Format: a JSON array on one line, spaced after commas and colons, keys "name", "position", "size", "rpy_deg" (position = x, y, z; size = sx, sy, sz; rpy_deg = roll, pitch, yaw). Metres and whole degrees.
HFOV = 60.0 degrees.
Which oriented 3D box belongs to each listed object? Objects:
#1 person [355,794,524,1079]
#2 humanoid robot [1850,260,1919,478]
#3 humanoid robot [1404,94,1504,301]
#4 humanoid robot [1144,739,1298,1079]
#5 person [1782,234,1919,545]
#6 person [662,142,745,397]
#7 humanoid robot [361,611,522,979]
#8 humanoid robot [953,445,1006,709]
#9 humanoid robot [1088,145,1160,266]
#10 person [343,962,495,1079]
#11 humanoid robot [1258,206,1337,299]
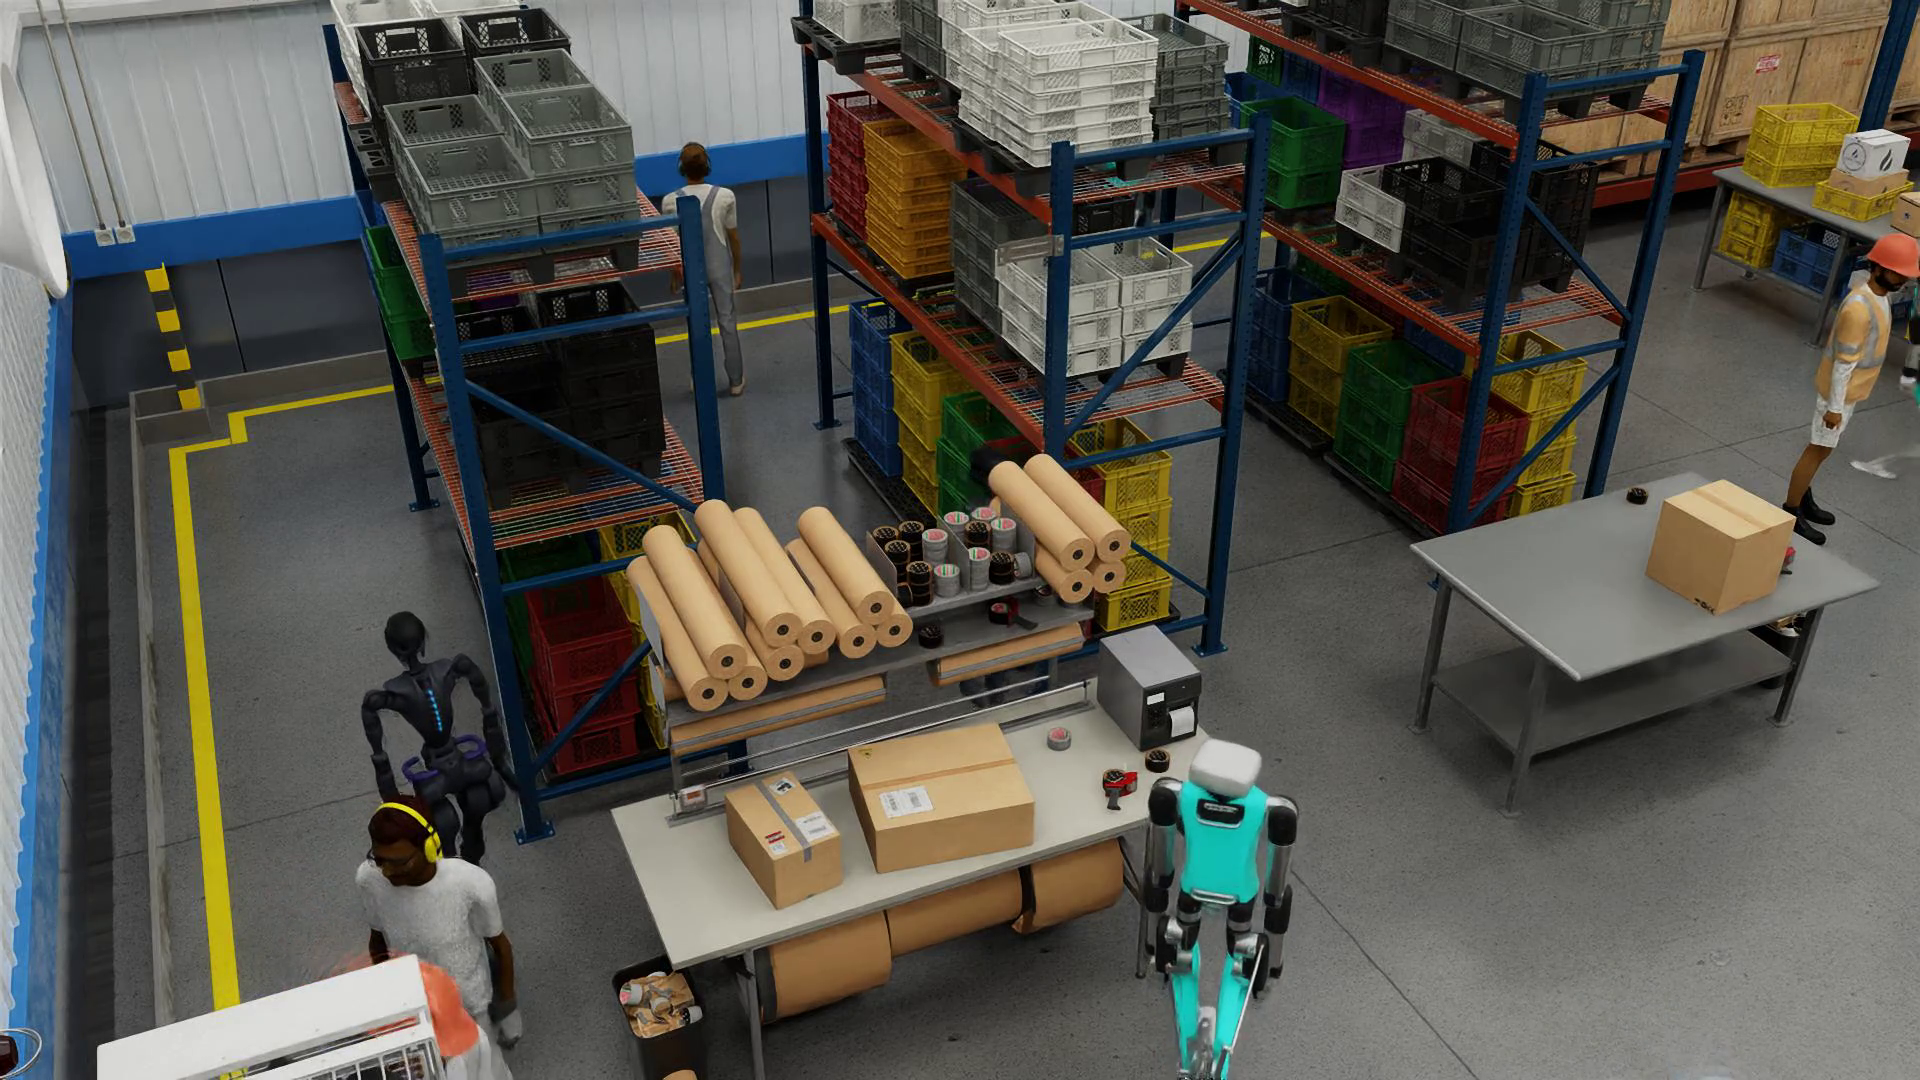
[{"name": "person", "position": [-1.792, 1.625, 5.806], "size": [0.530, 1.868, 0.309], "rpy_deg": [4, 32, 6]}, {"name": "humanoid robot", "position": [6.272, -1.041, 10.277], "size": [0.554, 1.754, 0.993], "rpy_deg": [-26, 40, -36]}, {"name": "humanoid robot", "position": [3.674, -2.604, 12.788], "size": [1.007, 1.727, 0.549], "rpy_deg": [22, 38, 31]}, {"name": "humanoid robot", "position": [0.876, 1.587, 6.003], "size": [0.558, 1.730, 1.035], "rpy_deg": [9, 33, 14]}, {"name": "person", "position": [5.262, -0.898, 9.840], "size": [0.366, 1.933, 0.550], "rpy_deg": [21, 38, 31]}, {"name": "person", "position": [-1.748, -1.831, 11.439], "size": [0.508, 1.846, 0.341], "rpy_deg": [-7, 32, -12]}, {"name": "humanoid robot", "position": [-2.112, 1.056, 6.980], "size": [0.584, 1.636, 0.773], "rpy_deg": [-22, 38, -32]}, {"name": "humanoid robot", "position": [0.166, 0.294, 8.152], "size": [0.591, 1.641, 0.420], "rpy_deg": [-23, 38, -32]}, {"name": "humanoid robot", "position": [1.109, -2.213, 12.198], "size": [0.536, 1.773, 1.011], "rpy_deg": [9, 33, 14]}, {"name": "person", "position": [-1.668, 2.019, 5.033], "size": [0.799, 2.009, 0.656], "rpy_deg": [25, 40, 35]}, {"name": "humanoid robot", "position": [2.706, -2.410, 12.613], "size": [0.839, 1.628, 0.616], "rpy_deg": [15, 35, 22]}]
